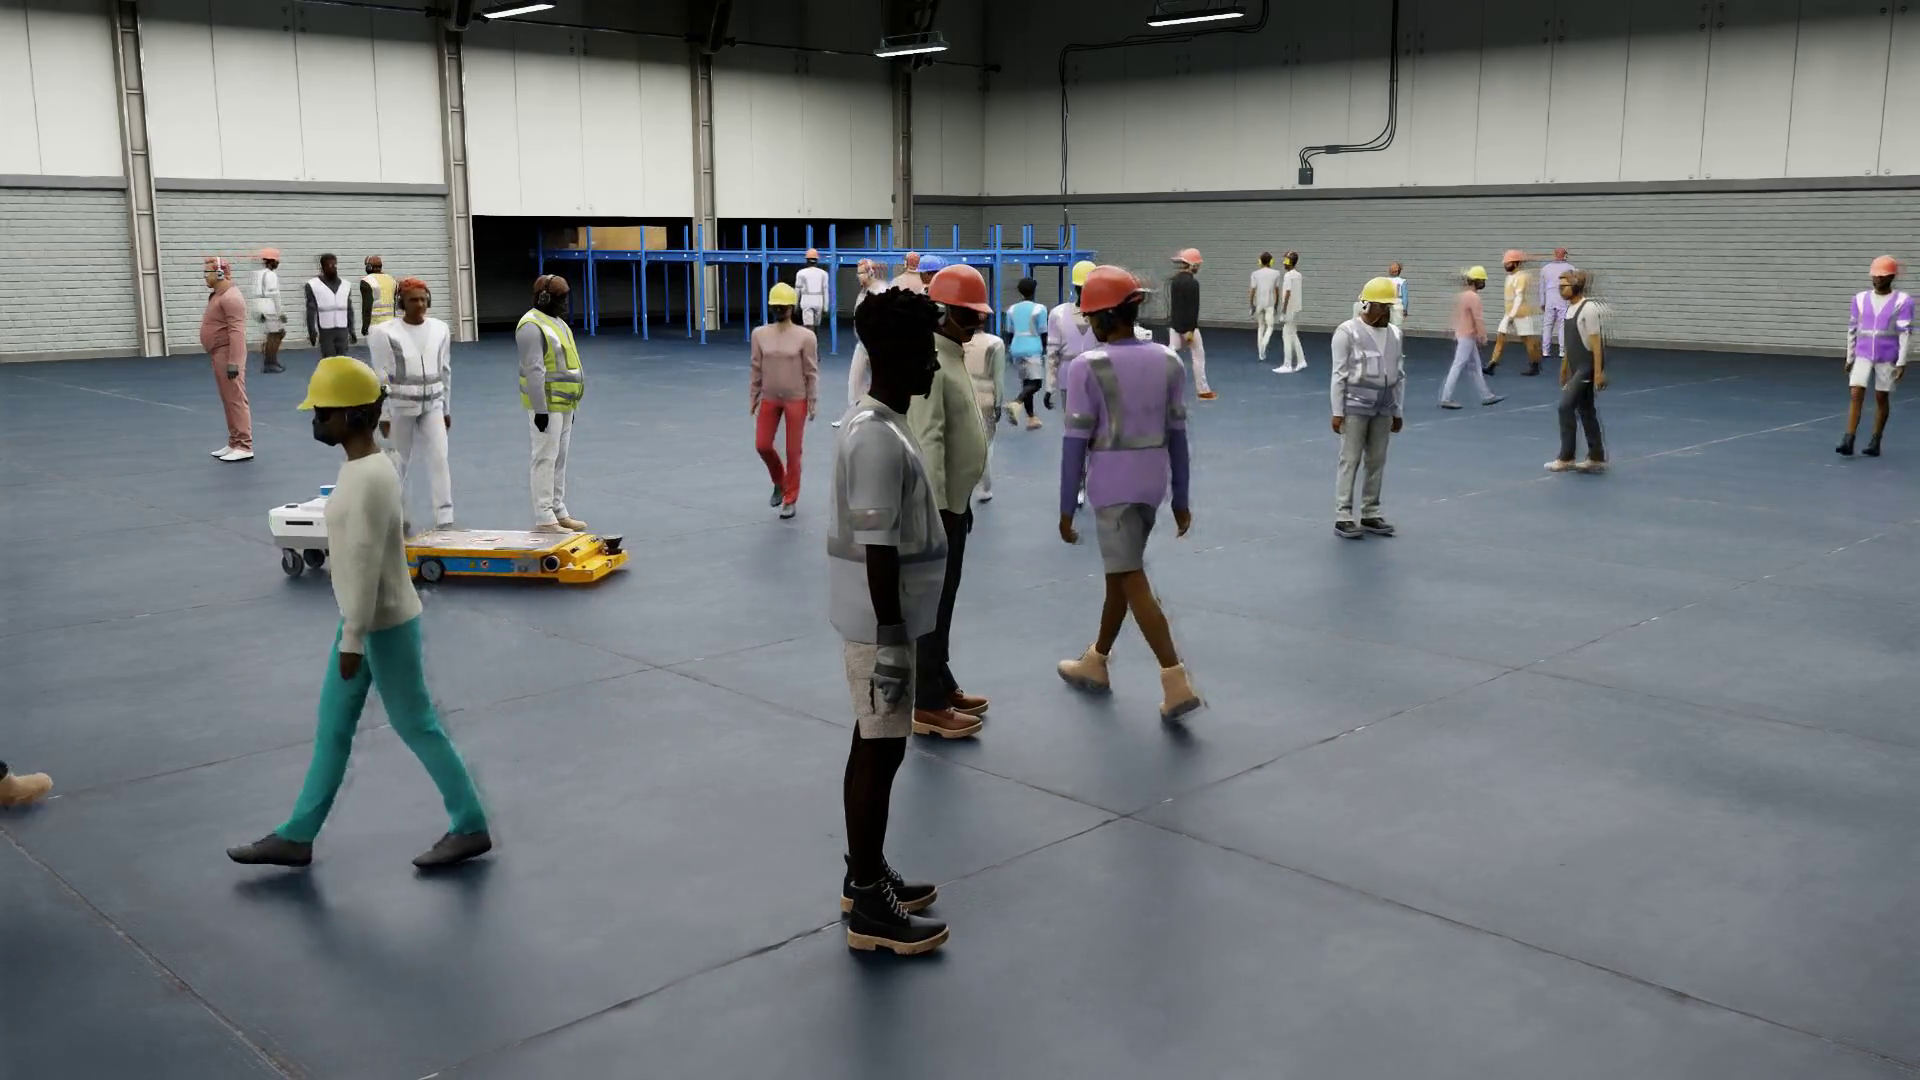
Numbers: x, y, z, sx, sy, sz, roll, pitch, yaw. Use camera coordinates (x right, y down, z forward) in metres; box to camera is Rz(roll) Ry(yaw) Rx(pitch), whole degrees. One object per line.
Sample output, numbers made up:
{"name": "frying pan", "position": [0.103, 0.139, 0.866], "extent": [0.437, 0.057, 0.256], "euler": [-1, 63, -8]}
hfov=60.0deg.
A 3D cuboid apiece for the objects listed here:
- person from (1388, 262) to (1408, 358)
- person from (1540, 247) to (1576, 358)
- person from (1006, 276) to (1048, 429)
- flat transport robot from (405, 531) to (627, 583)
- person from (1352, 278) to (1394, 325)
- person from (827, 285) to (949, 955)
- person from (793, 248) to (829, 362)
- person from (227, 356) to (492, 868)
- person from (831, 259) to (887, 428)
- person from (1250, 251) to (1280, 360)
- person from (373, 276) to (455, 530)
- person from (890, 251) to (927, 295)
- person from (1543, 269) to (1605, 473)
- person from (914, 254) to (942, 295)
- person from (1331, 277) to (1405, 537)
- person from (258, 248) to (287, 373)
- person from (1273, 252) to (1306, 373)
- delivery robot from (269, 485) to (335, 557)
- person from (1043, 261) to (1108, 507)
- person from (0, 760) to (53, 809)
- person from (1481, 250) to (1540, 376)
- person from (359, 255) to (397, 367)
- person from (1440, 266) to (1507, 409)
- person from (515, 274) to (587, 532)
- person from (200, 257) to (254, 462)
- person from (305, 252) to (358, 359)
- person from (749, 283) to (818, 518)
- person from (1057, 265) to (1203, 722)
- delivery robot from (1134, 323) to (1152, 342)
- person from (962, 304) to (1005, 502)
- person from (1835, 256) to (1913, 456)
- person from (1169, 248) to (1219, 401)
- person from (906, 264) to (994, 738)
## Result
{"name": "person", "position": [7.525, -3.981, 28.819], "extent": [0.308, 1.645, 0.514], "euler": [-9, 14, -41]}
{"name": "person", "position": [10.392, -4.121, 28.869], "extent": [0.641, 1.908, 0.408], "euler": [8, 13, 38]}
{"name": "person", "position": [0.682, -2.025, 18.083], "extent": [0.531, 1.672, 0.634], "euler": [8, 13, 38]}
{"name": "flat transport robot", "position": [-2.893, 0.092, 10.472], "extent": [1.431, 0.197, 0.652], "euler": [1, 10, 7]}
{"name": "person", "position": [5.021, -2.389, 20.255], "extent": [0.508, 1.600, 0.739], "euler": [2, 11, 12]}
{"name": "person", "position": [-0.216, 0.227, 4.989], "extent": [0.362, 1.963, 0.613], "euler": [-1, 10, -5]}
{"name": "person", "position": [-2.476, -3.927, 27.870], "extent": [0.563, 1.896, 0.983], "euler": [-5, 11, -24]}
{"name": "person", "position": [-1.990, 0.262, 5.471], "extent": [0.835, 1.722, 0.542], "euler": [-5, 11, -25]}
{"name": "person", "position": [-0.909, -2.185, 18.443], "extent": [0.982, 1.861, 0.645], "euler": [-5, 12, -27]}
{"name": "person", "position": [5.179, -3.980, 28.278], "extent": [0.511, 1.842, 0.645], "euler": [4, 11, 21]}
{"name": "person", "position": [-3.885, -0.941, 11.741], "extent": [0.589, 1.843, 0.916], "euler": [-9, 14, -41]}
{"name": "person", "position": [-0.586, -2.639, 20.787], "extent": [0.646, 1.908, 0.408], "euler": [-4, 11, -19]}
{"name": "person", "position": [5.489, -1.501, 14.837], "extent": [0.728, 1.807, 0.531], "euler": [0, 10, 1]}
{"name": "person", "position": [-0.229, -2.122, 17.995], "extent": [0.917, 1.923, 0.621], "euler": [-1, 10, -4]}
{"name": "person", "position": [2.881, -0.934, 11.738], "extent": [0.595, 1.822, 0.403], "euler": [-5, 11, -24]}
{"name": "person", "position": [-10.614, -3.546, 25.721], "extent": [0.513, 1.916, 0.551], "euler": [-7, 12, -33]}
{"name": "person", "position": [5.159, -3.533, 25.865], "extent": [0.403, 1.854, 0.580], "euler": [7, 13, 35]}
{"name": "delivery robot", "position": [-3.975, -0.104, 10.511], "extent": [0.707, 0.478, 0.477], "euler": [1, 11, 7]}
{"name": "person", "position": [0.963, -1.214, 12.994], "extent": [0.593, 1.911, 0.444], "euler": [2, 11, 11]}
{"name": "person", "position": [-3.963, 0.036, 5.946], "extent": [1.008, 2.000, 0.692], "euler": [-6, 12, -31]}
{"name": "person", "position": [8.390, -3.426, 25.171], "extent": [0.989, 1.888, 0.553], "euler": [-3, 11, -15]}
{"name": "person", "position": [-7.974, -2.970, 22.765], "extent": [0.429, 1.842, 0.630], "euler": [4, 11, 21]}
{"name": "person", "position": [6.320, -2.465, 20.330], "extent": [0.893, 1.724, 0.551], "euler": [1, 10, 4]}
{"name": "person", "position": [-2.858, -0.937, 11.694], "extent": [0.429, 1.840, 0.624], "euler": [1, 10, 4]}
{"name": "person", "position": [-6.941, -1.707, 15.703], "extent": [0.406, 1.906, 0.654], "euler": [-7, 12, -33]}
{"name": "person", "position": [-7.831, -2.613, 20.671], "extent": [0.505, 1.905, 0.598], "euler": [8, 13, 37]}
{"name": "person", "position": [-1.329, -1.056, 12.539], "extent": [0.543, 1.754, 0.381], "euler": [2, 11, 11]}
{"name": "person", "position": [0.752, -0.217, 7.374], "extent": [0.618, 1.990, 1.062], "euler": [-7, 12, -33]}
{"name": "delivery robot", "position": [3.177, -3.662, 29.909], "extent": [0.477, 0.478, 0.707], "euler": [6, 12, 30]}
{"name": "person", "position": [0.091, -1.068, 12.998], "extent": [0.513, 1.617, 0.725], "euler": [2, 11, 10]}
{"name": "person", "position": [8.690, -1.731, 15.833], "extent": [0.575, 1.900, 0.902], "euler": [10, 14, 42]}
{"name": "person", "position": [2.832, -2.743, 21.245], "extent": [0.994, 1.959, 0.613], "euler": [-5, 12, -27]}
{"name": "person", "position": [-0.047, -0.176, 7.132], "extent": [0.391, 1.987, 0.608], "euler": [2, 11, 9]}
